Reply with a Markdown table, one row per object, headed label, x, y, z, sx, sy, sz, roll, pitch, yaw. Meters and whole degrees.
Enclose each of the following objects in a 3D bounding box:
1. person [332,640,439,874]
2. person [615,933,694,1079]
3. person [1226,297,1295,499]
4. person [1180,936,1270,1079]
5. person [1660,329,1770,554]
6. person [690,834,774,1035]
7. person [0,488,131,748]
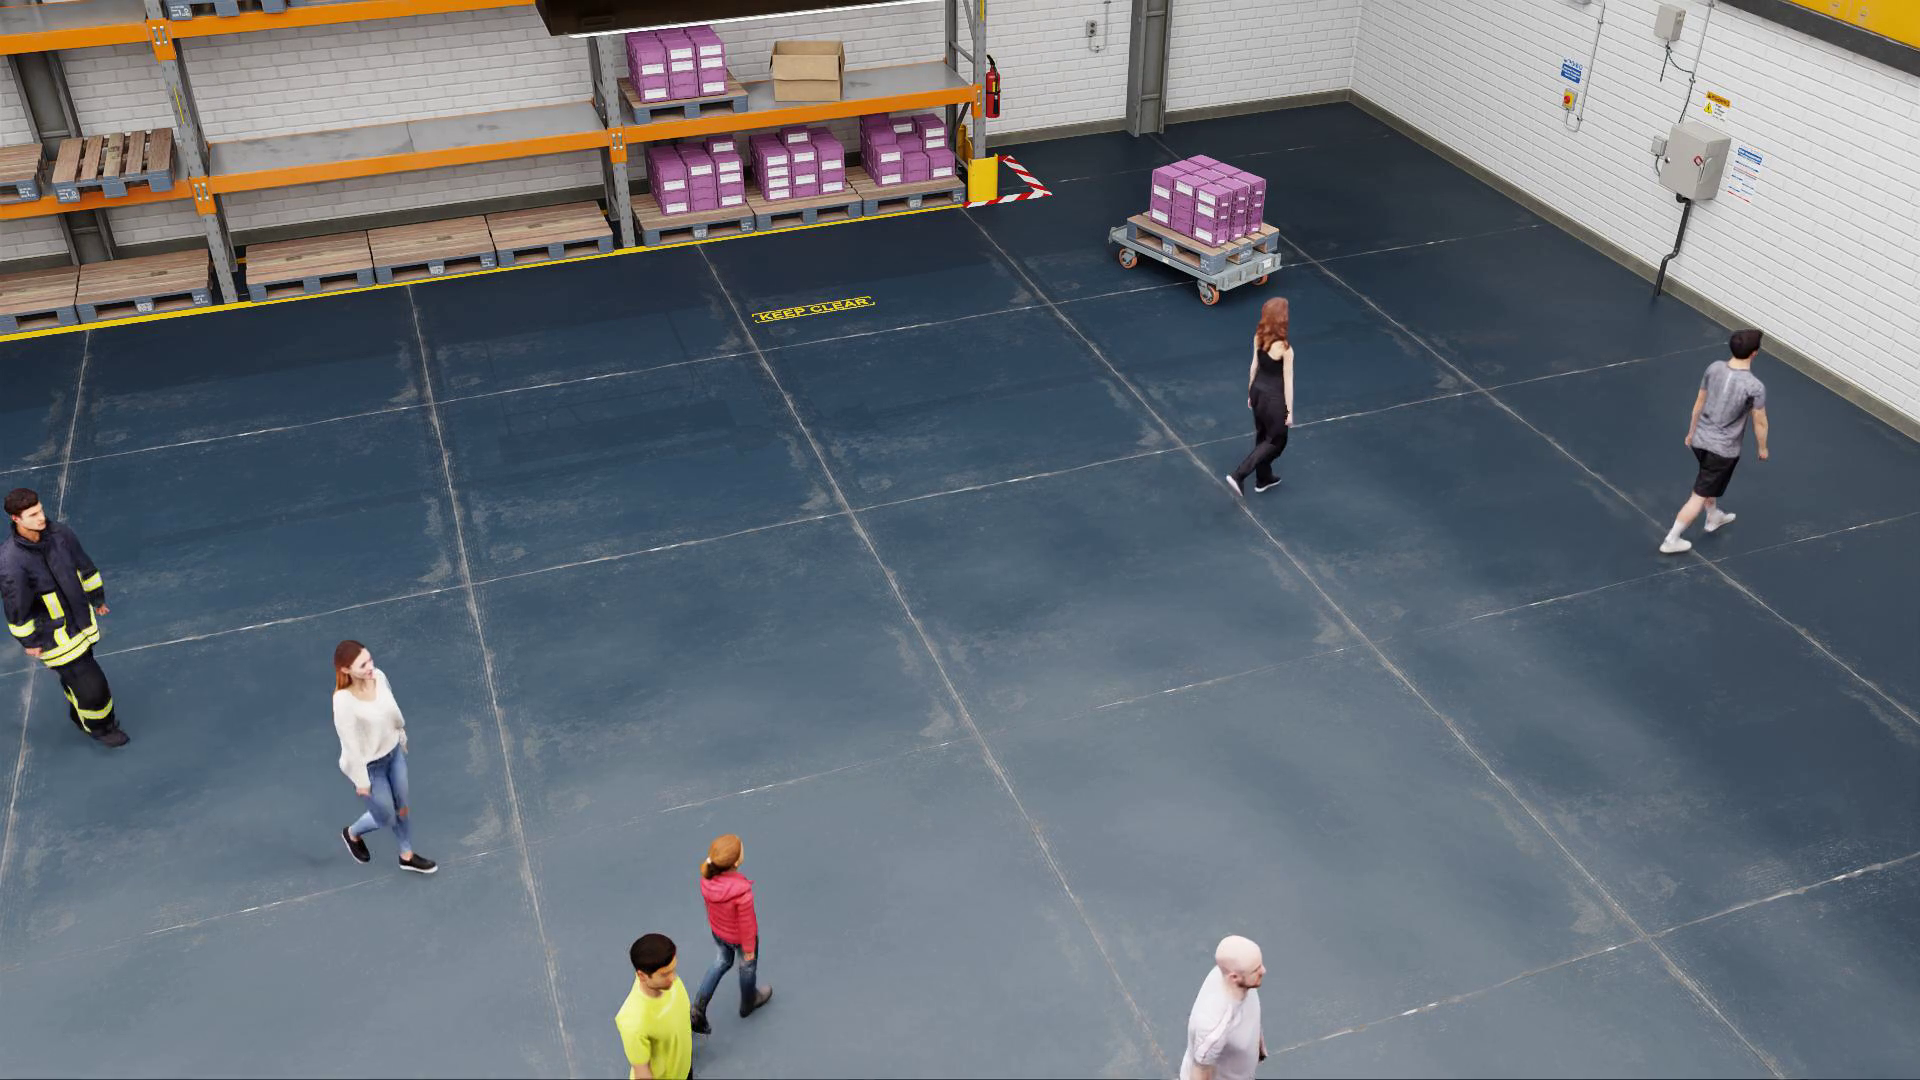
| label | x | y | z | sx | sy | sz | roll | pitch | yaw |
| --- | --- | --- | --- | --- | --- | --- | --- | --- | --- |
| person | -3.442 | 1.278 | 9.620 | 0.933 | 1.682 | 0.857 | 11 | 35 | 16 |
| person | -1.407 | 2.473 | 7.799 | 0.686 | 1.706 | 0.698 | 5 | 34 | 7 |
| person | 2.375 | -1.077 | 13.113 | 0.963 | 1.736 | 0.738 | -22 | 39 | -29 |
| person | 1.103 | 2.485 | 7.714 | 1.288 | 1.780 | 1.192 | 12 | 36 | 18 |
| person | 5.593 | -0.691 | 12.436 | 1.042 | 1.844 | 0.688 | -13 | 36 | -19 |
| person | -1.240 | 2.102 | 8.725 | 0.738 | 1.300 | 0.871 | 24 | 40 | 31 |
| person | -5.829 | 0.479 | 10.611 | 0.991 | 1.915 | 0.966 | 8 | 34 | 11 |
